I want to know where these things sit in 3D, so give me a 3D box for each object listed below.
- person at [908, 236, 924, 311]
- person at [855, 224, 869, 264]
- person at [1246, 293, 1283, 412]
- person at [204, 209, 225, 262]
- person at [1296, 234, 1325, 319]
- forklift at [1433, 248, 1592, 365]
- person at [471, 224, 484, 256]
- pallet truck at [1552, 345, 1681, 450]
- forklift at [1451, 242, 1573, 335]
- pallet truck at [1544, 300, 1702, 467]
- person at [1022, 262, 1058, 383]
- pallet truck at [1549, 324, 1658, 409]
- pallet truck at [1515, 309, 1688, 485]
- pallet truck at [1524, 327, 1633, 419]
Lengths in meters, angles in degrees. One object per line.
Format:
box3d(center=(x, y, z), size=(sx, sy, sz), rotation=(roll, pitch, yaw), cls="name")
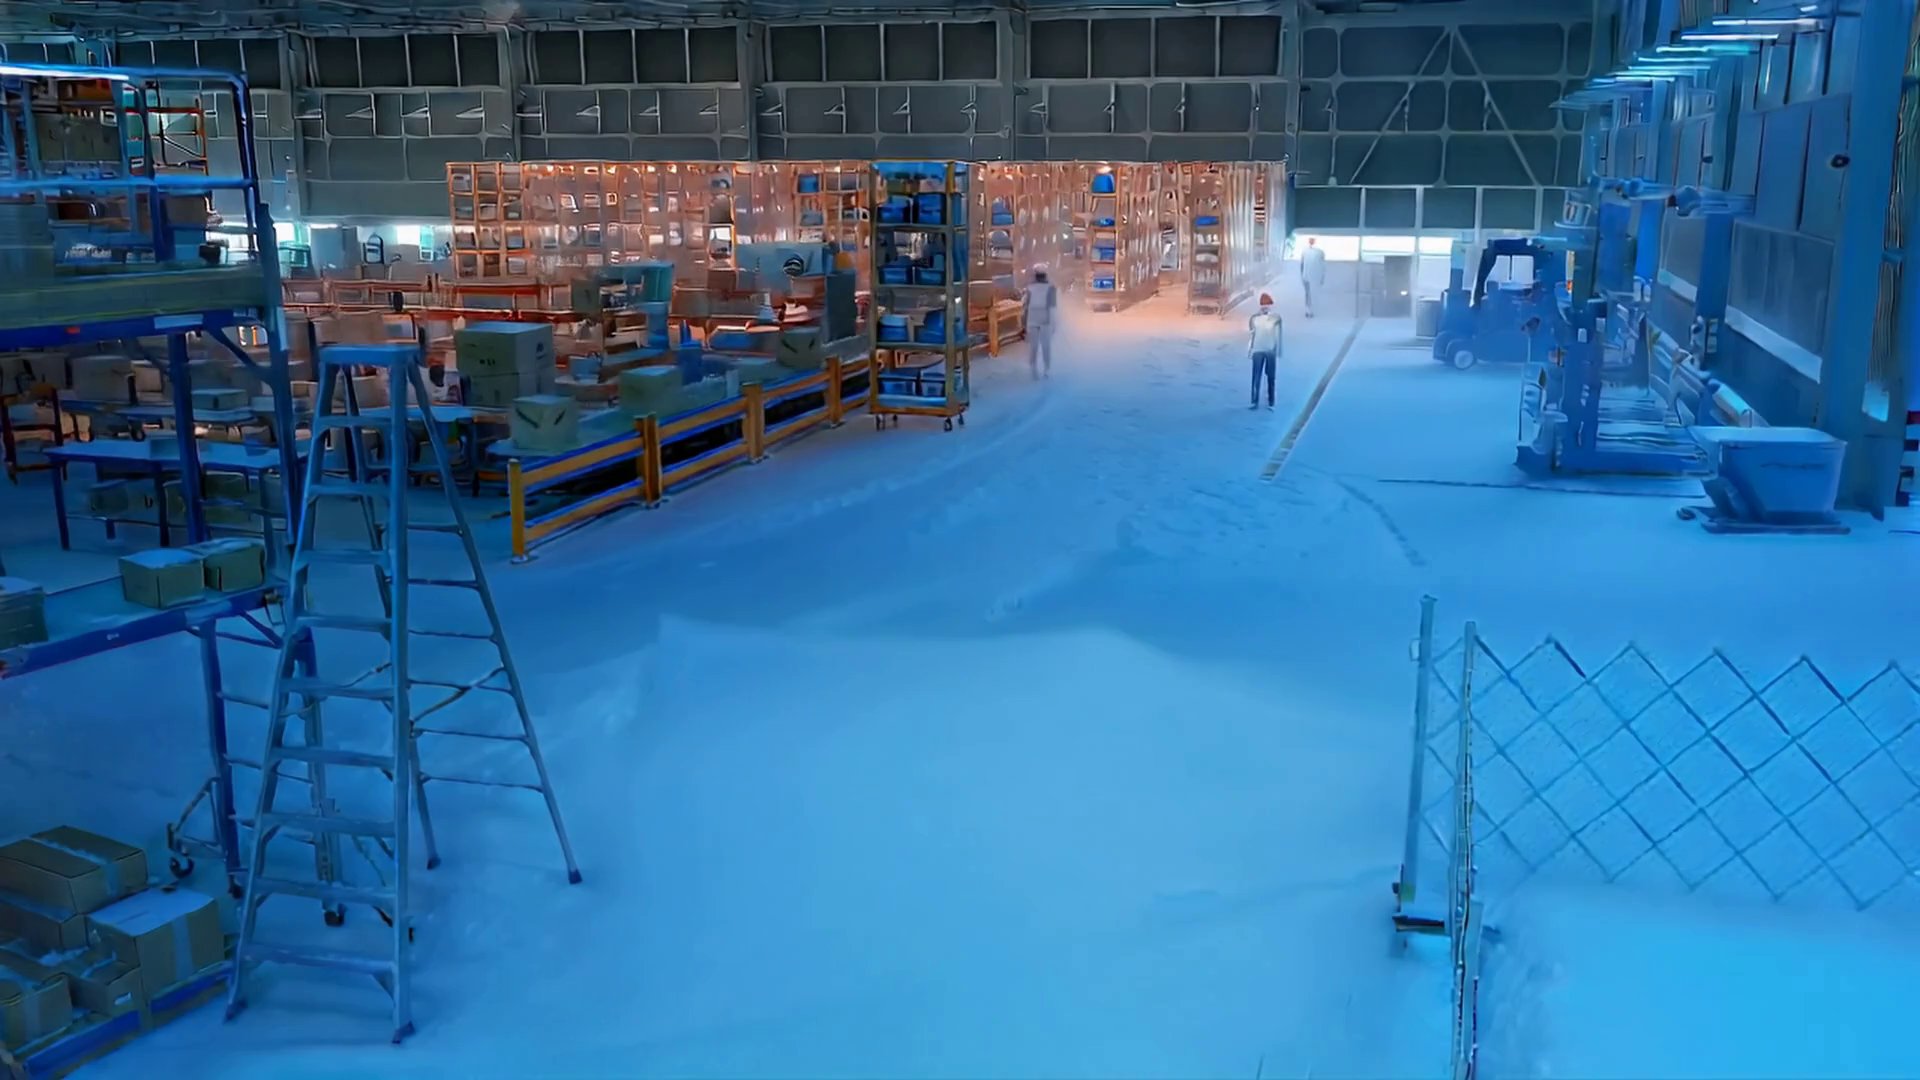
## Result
box3d(center=(-1.081, -6.517, 40.713), size=(0.446, 1.826, 0.595), rotation=(2, 13, 9), cls="person")
box3d(center=(-2.867, -8.481, 49.285), size=(0.616, 1.782, 0.885), rotation=(-6, 14, -26), cls="person")
box3d(center=(4.529, -2.785, 24.738), size=(0.525, 1.769, 0.316), rotation=(6, 15, 26), cls="person")
box3d(center=(-25.552, -10.374, 57.076), size=(0.622, 1.972, 0.823), rotation=(-3, 13, -14), cls="person")
box3d(center=(8.193, -6.170, 38.948), size=(0.651, 1.944, 0.827), rotation=(1, 13, 5), cls="person")
box3d(center=(9.780, -4.111, 29.280), size=(2.680, 1.987, 1.157), rotation=(3, 13, 14), cls="forklift")
box3d(center=(-18.271, -11.574, 62.777), size=(0.513, 1.724, 0.584), rotation=(2, 13, 9), cls="person")
box3d(center=(8.641, -1.896, 21.908), size=(1.630, 1.274, 0.653), rotation=(4, 14, 16), cls="pallet truck")
box3d(center=(10.464, -4.597, 31.405), size=(2.680, 1.987, 1.157), rotation=(4, 14, 16), cls="forklift")
box3d(center=(8.263, -1.952, 20.631), size=(1.885, 1.965, 0.823), rotation=(5, 14, 20), cls="pallet truck")
box3d(center=(1.358, -3.700, 28.202), size=(0.612, 1.985, 1.048), rotation=(2, 13, 10), cls="person")
box3d(center=(9.824, -2.669, 25.407), size=(1.601, 1.201, 0.680), rotation=(4, 14, 16), cls="pallet truck")
box3d(center=(7.554, -1.677, 19.446), size=(1.885, 1.965, 0.823), rotation=(3, 13, 14), cls="pallet truck")
box3d(center=(9.065, -2.460, 24.370), size=(1.522, 1.261, 0.704), rotation=(3, 13, 14), cls="pallet truck")
